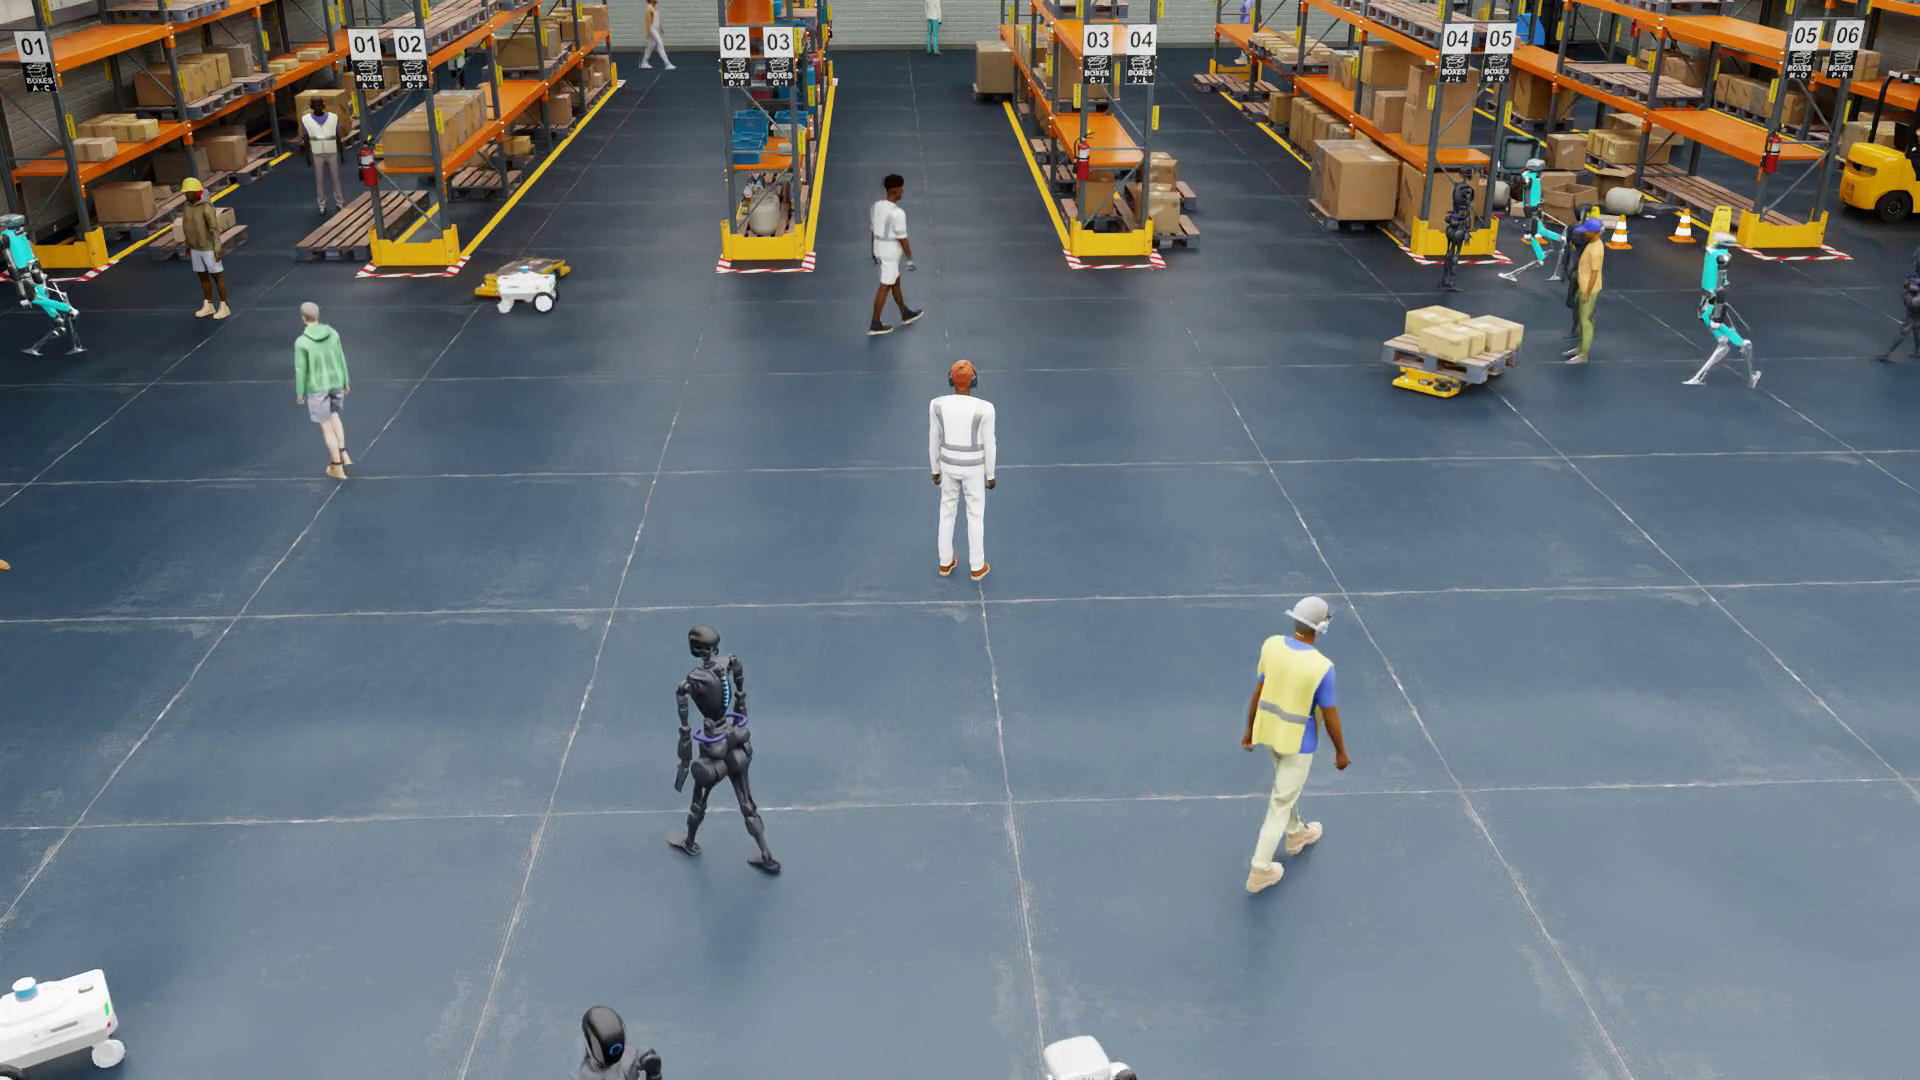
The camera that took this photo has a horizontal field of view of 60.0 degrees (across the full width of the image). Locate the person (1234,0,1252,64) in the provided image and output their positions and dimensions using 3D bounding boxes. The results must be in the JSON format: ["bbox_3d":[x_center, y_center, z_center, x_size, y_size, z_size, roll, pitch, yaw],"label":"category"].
[{"bbox_3d":[7.056,-12.715,41.160,0.383,1.799,0.603,1,24,3],"label":"person"}]

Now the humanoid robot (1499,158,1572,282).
[{"bbox_3d":[7.755,-4.147,22.032,1.062,1.745,0.584,14,27,28],"label":"humanoid robot"}]

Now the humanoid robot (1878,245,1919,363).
[{"bbox_3d":[11.075,-2.850,19.176,0.620,1.634,0.591,6,25,14],"label":"humanoid robot"}]

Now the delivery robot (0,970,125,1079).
[{"bbox_3d":[-4.732,2.520,8.482,0.811,0.613,0.499,-15,28,-30],"label":"delivery robot"}]

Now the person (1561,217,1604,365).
[{"bbox_3d":[7.180,-2.865,19.137,0.377,1.711,0.450,7,25,15],"label":"person"}]

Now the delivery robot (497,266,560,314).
[{"bbox_3d":[-5.538,-3.209,21.332,0.791,0.595,0.499,-2,24,-4],"label":"delivery robot"}]

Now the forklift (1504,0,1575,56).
[{"bbox_3d":[14.700,-13.805,42.301,1.873,2.768,1.129,-1,24,-2],"label":"forklift"}]

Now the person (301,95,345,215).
[{"bbox_3d":[-9.999,-6.065,26.165,0.568,1.840,0.373,-12,27,-25],"label":"person"}]

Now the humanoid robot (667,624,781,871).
[{"bbox_3d":[-1.464,1.237,10.021,0.791,1.618,0.587,16,29,32],"label":"humanoid robot"}]

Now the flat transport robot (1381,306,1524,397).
[{"bbox_3d":[5.531,-1.919,18.784,0.659,0.231,1.431,20,31,38],"label":"flat transport robot"}]

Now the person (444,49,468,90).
[{"bbox_3d":[-11.155,-10.709,36.802,0.554,1.670,0.601,-2,24,-5],"label":"person"}]

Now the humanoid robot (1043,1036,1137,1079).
[{"bbox_3d":[0.574,2.804,6.425,0.555,1.752,1.042,-13,27,-26],"label":"humanoid robot"}]

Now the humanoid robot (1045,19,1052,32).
[{"bbox_3d":[2.379,-12.931,41.744,0.799,1.790,0.558,-3,24,-8],"label":"humanoid robot"}]

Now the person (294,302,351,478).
[{"bbox_3d":[-6.106,-1.437,15.893,0.471,1.727,0.506,18,30,35],"label":"person"}]

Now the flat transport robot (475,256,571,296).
[{"bbox_3d":[-5.896,-3.556,22.462,0.659,0.231,1.431,6,25,14],"label":"flat transport robot"}]

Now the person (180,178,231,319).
[{"bbox_3d":[-9.483,-3.675,20.891,0.535,1.763,0.404,8,25,18],"label":"person"}]

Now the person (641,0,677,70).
[{"bbox_3d":[-7.387,-12.346,40.314,0.952,1.813,0.535,5,24,10],"label":"person"}]

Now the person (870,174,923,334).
[{"bbox_3d":[-0.763,-3.503,20.308,0.941,1.920,0.619,-14,28,-29],"label":"person"}]

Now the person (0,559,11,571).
[{"bbox_3d":[-8.325,-0.572,13.776,0.376,1.890,0.569,15,28,31],"label":"person"}]

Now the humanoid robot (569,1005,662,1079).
[{"bbox_3d":[-1.503,2.585,6.931,0.601,1.639,0.510,-21,32,-39],"label":"humanoid robot"}]

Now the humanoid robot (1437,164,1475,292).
[{"bbox_3d":[6.616,-4.159,22.071,0.315,1.655,0.599,-1,24,-2],"label":"humanoid robot"}]

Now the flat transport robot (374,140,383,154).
[{"bbox_3d":[-10.459,-7.360,31.009,0.659,0.231,1.431,0,24,-1],"label":"flat transport robot"}]

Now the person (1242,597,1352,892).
[{"bbox_3d":[2.043,1.173,9.880,0.882,1.858,0.565,-18,29,-34],"label":"person"}]

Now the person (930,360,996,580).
[{"bbox_3d":[0.021,-0.576,13.799,0.573,1.877,0.346,8,25,18],"label":"person"}]

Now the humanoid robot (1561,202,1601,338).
[{"bbox_3d":[7.595,-3.272,20.112,0.535,1.635,0.611,-11,26,-24],"label":"humanoid robot"}]

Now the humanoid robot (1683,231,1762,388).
[{"bbox_3d":[8.581,-2.511,18.336,0.928,1.778,0.550,1,24,3],"label":"humanoid robot"}]

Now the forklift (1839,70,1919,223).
[{"bbox_3d":[15.132,-6.143,25.915,2.313,2.155,1.214,-1,24,-2],"label":"forklift"}]

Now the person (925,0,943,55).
[{"bbox_3d":[-0.667,-13.347,42.629,0.521,1.763,0.317,22,32,40],"label":"person"}]

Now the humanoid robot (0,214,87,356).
[{"bbox_3d":[-10.522,-2.886,19.200,1.035,1.753,0.541,1,24,1],"label":"humanoid robot"}]
